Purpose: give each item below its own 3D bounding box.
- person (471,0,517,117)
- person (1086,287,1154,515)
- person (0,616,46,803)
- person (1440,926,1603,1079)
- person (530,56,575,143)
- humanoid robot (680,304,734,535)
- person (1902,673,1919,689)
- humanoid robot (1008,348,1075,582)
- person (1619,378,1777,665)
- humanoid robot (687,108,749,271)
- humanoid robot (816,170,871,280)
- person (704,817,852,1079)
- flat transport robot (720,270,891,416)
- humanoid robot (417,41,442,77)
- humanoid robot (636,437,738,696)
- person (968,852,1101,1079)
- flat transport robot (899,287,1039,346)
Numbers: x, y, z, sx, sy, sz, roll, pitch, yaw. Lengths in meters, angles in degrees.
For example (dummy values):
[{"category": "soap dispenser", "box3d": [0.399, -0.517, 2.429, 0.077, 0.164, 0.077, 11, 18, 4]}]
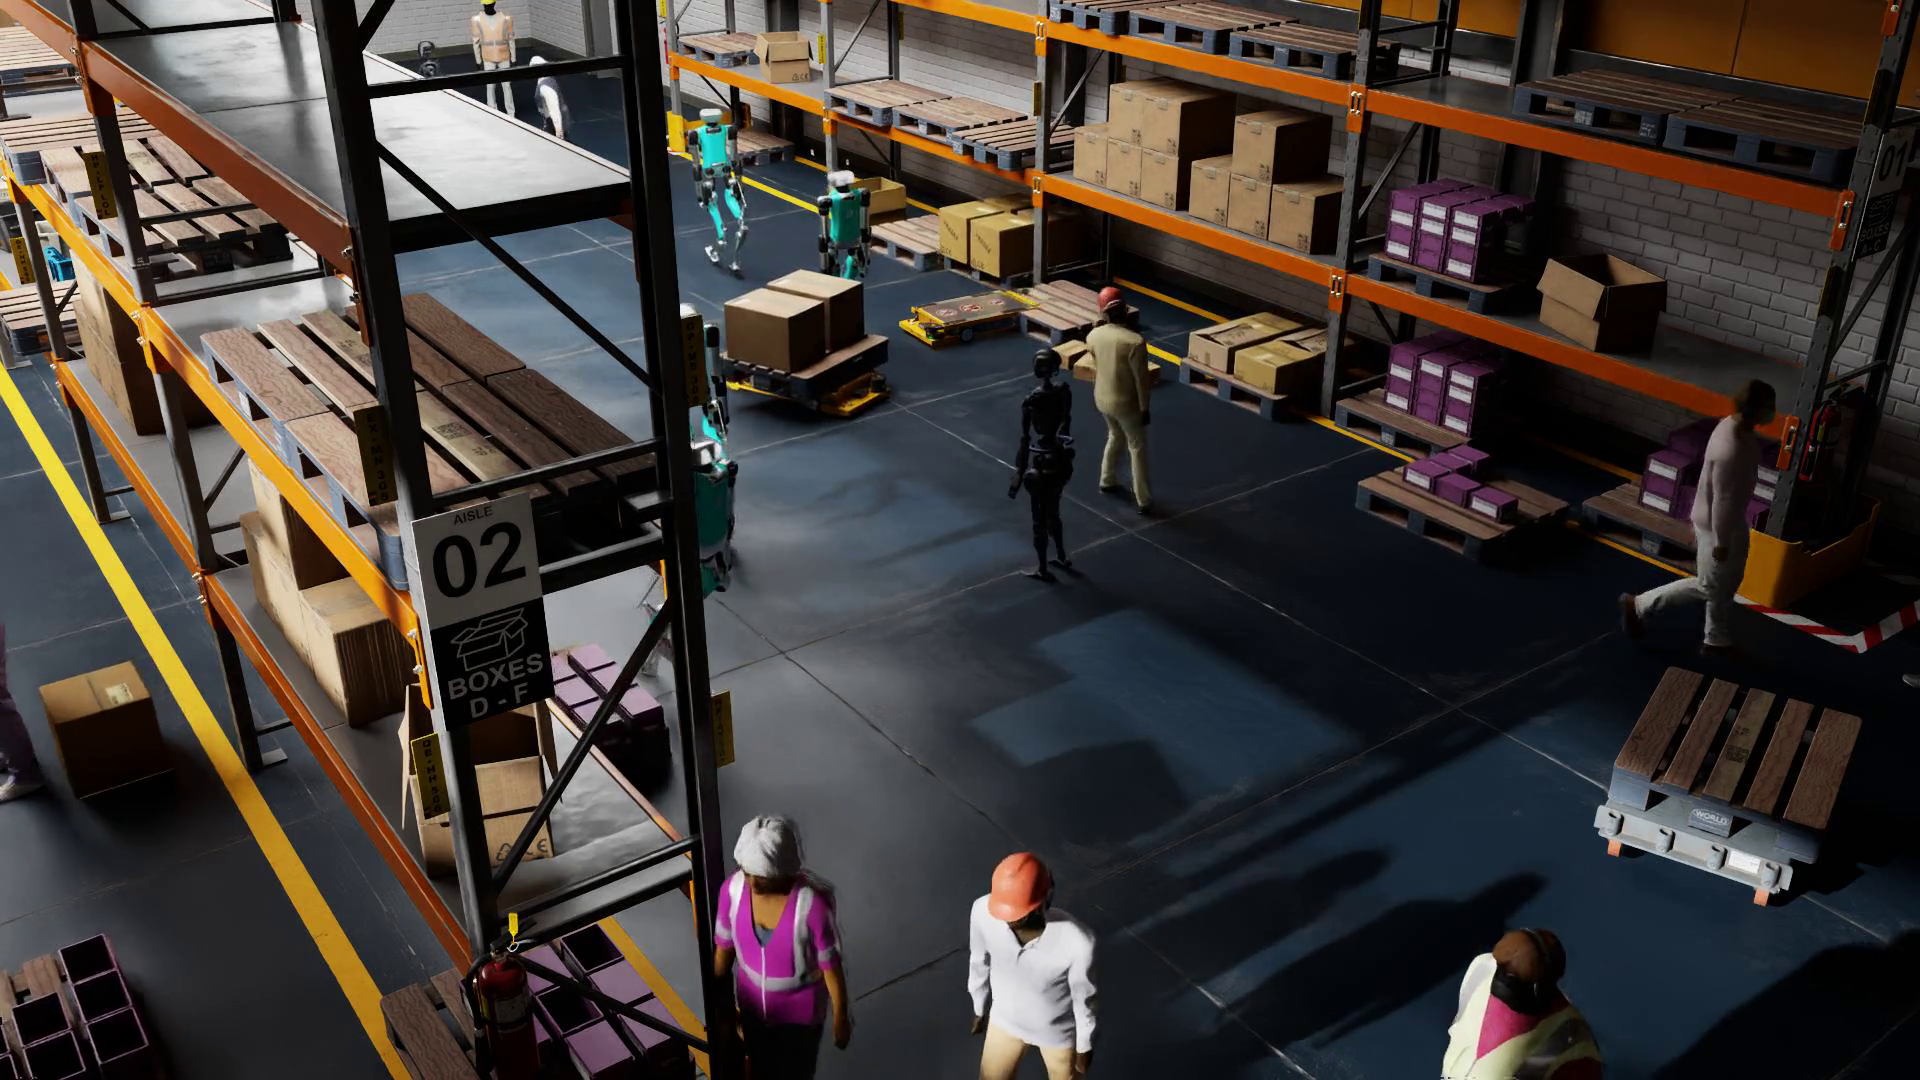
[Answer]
[{"category": "person", "box3d": [-6.690, -6.958, 23.985, 0.590, 1.923, 0.378, -7, 28, -13]}, {"category": "person", "box3d": [1.226, -1.052, 12.493, 0.360, 1.689, 0.625, -19, 32, -33]}, {"category": "person", "box3d": [-5.420, 0.561, 9.063, 0.403, 1.896, 0.647, -15, 31, -28]}, {"category": "person", "box3d": [1.996, 2.129, 6.025, 0.679, 1.823, 0.630, -10, 28, -19]}, {"category": "person", "box3d": [-4.998, -5.070, 20.486, 0.777, 1.700, 0.717, 0, 27, -1]}, {"category": "humanoid robot", "box3d": [-1.848, -0.744, 11.899, 0.554, 1.776, 1.034, -10, 28, -19]}, {"category": "person", "box3d": [6.190, 0.056, 10.005, 0.488, 1.952, 0.418, -16, 31, -28]}, {"category": "humanoid robot", "box3d": [0.579, -0.519, 11.449, 0.324, 1.662, 0.589, 19, 32, 33]}, {"category": "person", "box3d": [4.696, -0.119, 10.394, 0.766, 1.917, 0.634, 16, 31, 28]}, {"category": "humanoid robot", "box3d": [-2.513, -3.642, 17.594, 0.557, 1.737, 1.013, -11, 29, -21]}, {"category": "humanoid robot", "box3d": [-1.195, -2.602, 15.625, 0.553, 1.873, 0.833, -15, 31, -28]}, {"category": "person", "box3d": [-0.722, 1.848, 6.573, 0.573, 1.829, 0.420, 10, 28, 19]}, {"category": "flat transport robot", "box3d": [-1.380, -1.414, 14.800, 1.431, 0.231, 0.659, 16, 31, 29]}, {"category": "humanoid robot", "box3d": [-6.842, -5.647, 21.660, 0.374, 1.649, 0.602, -12, 29, -22]}, {"category": "humanoid robot", "box3d": [-1.755, 0.198, 10.037, 0.858, 1.840, 0.547, 13, 30, 25]}, {"category": "person", "box3d": [0.280, 1.913, 6.565, 0.565, 1.719, 0.584, 12, 29, 23]}, {"category": "flat transport robot", "box3d": [0.181, -2.195, 16.354, 1.431, 0.231, 0.659, -15, 30, -27]}]
